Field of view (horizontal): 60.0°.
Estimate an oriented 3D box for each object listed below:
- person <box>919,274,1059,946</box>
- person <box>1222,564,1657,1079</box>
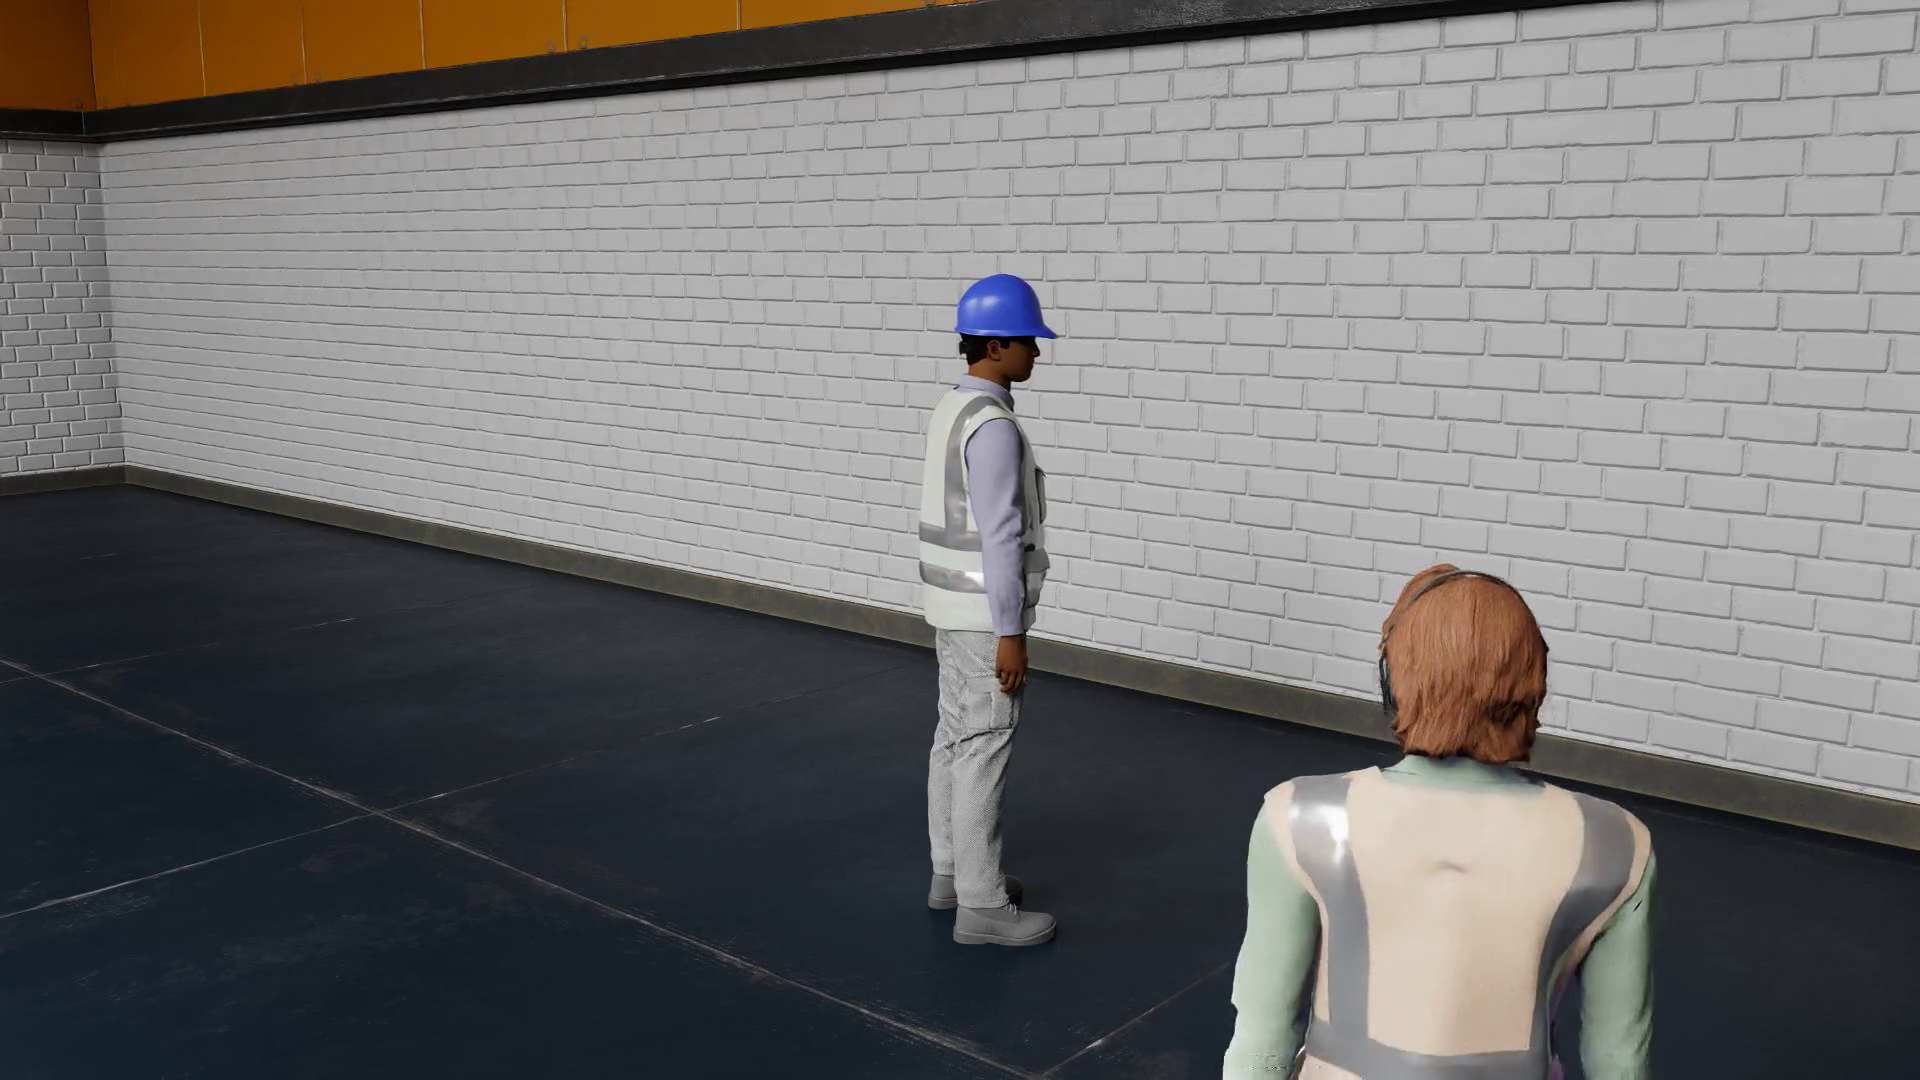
[{"bbox_3d":[0.083,0.203,4.890,0.403,1.945,0.614,-2,10,-14],"label":"person"},{"bbox_3d":[0.615,0.839,2.176,0.546,1.622,0.384,1,10,8],"label":"person"}]
